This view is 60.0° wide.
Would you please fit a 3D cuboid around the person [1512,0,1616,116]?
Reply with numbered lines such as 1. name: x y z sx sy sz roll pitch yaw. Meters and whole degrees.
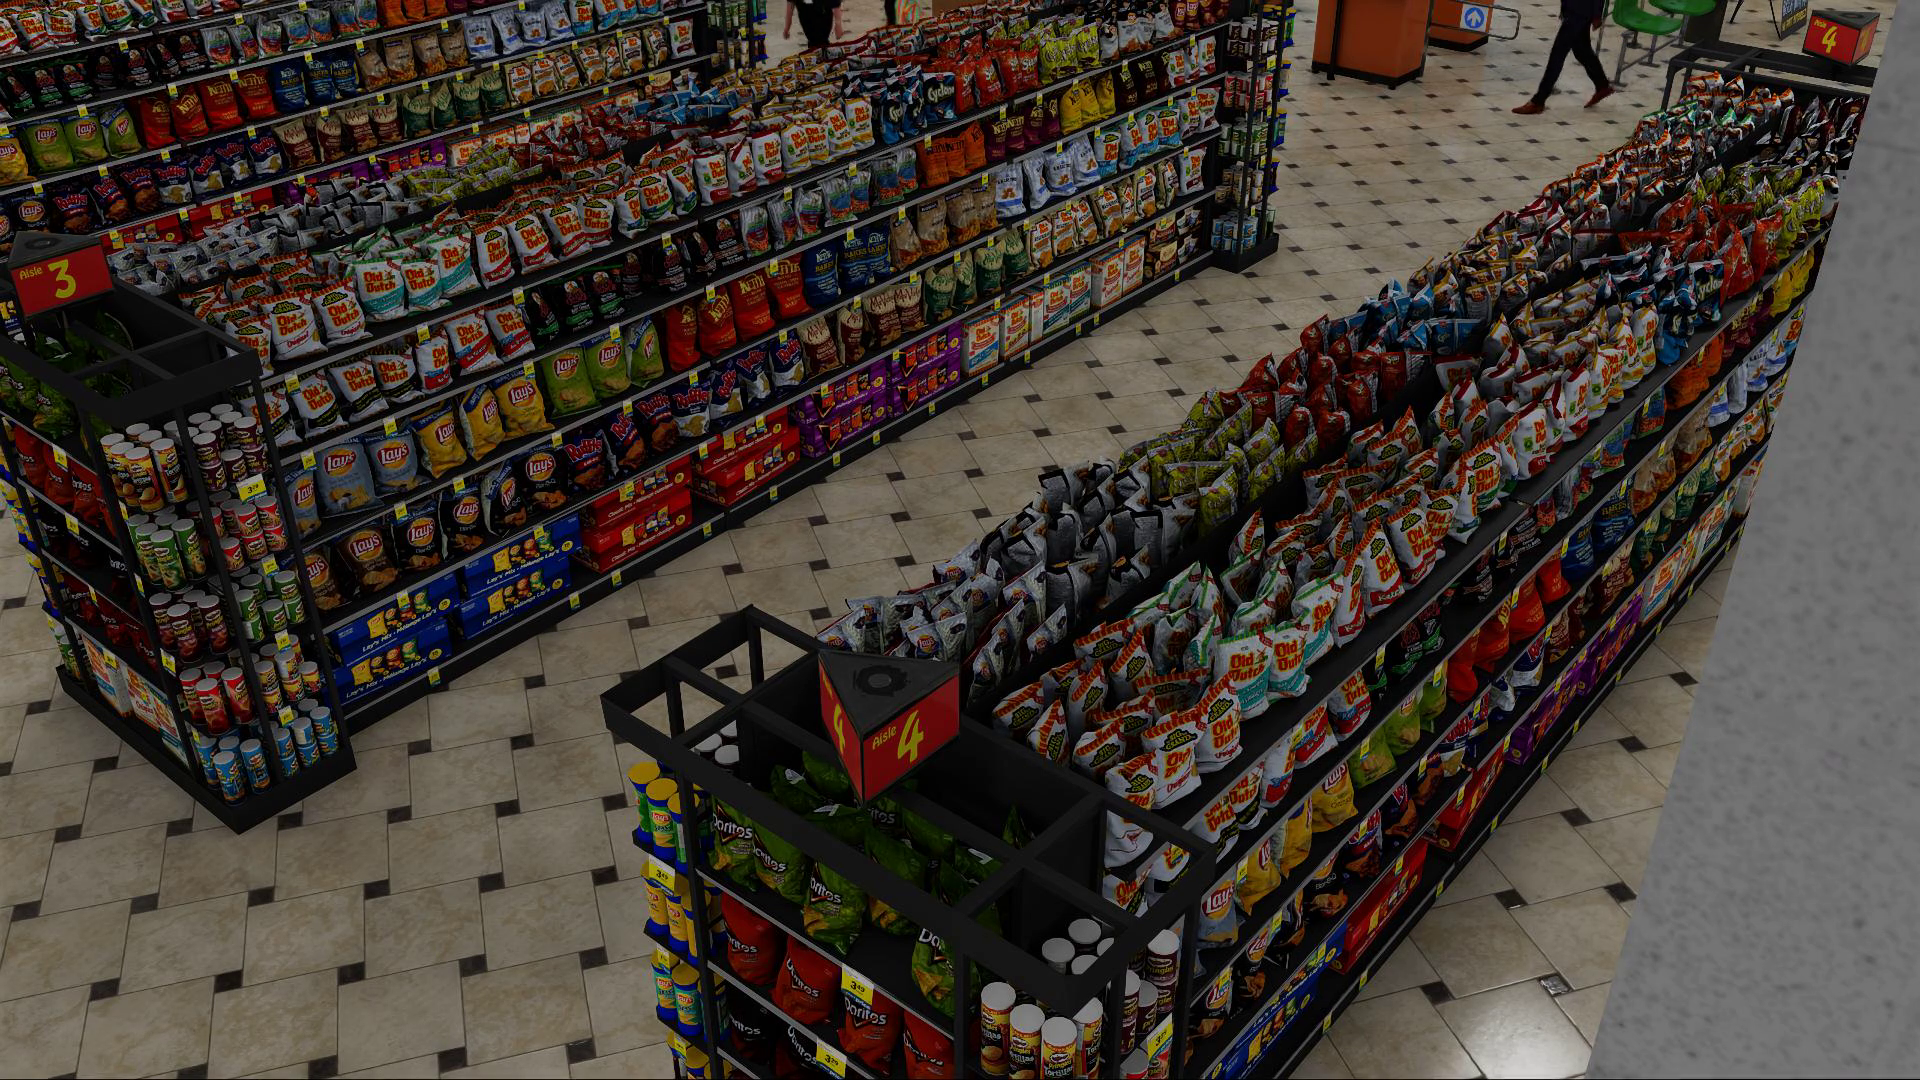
1. person: 5.448 -4.588 14.415 1.281 1.797 1.204 -3 32 -5

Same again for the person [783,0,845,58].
1. person: -1.183 -4.498 14.403 0.660 1.656 1.220 19 37 28
